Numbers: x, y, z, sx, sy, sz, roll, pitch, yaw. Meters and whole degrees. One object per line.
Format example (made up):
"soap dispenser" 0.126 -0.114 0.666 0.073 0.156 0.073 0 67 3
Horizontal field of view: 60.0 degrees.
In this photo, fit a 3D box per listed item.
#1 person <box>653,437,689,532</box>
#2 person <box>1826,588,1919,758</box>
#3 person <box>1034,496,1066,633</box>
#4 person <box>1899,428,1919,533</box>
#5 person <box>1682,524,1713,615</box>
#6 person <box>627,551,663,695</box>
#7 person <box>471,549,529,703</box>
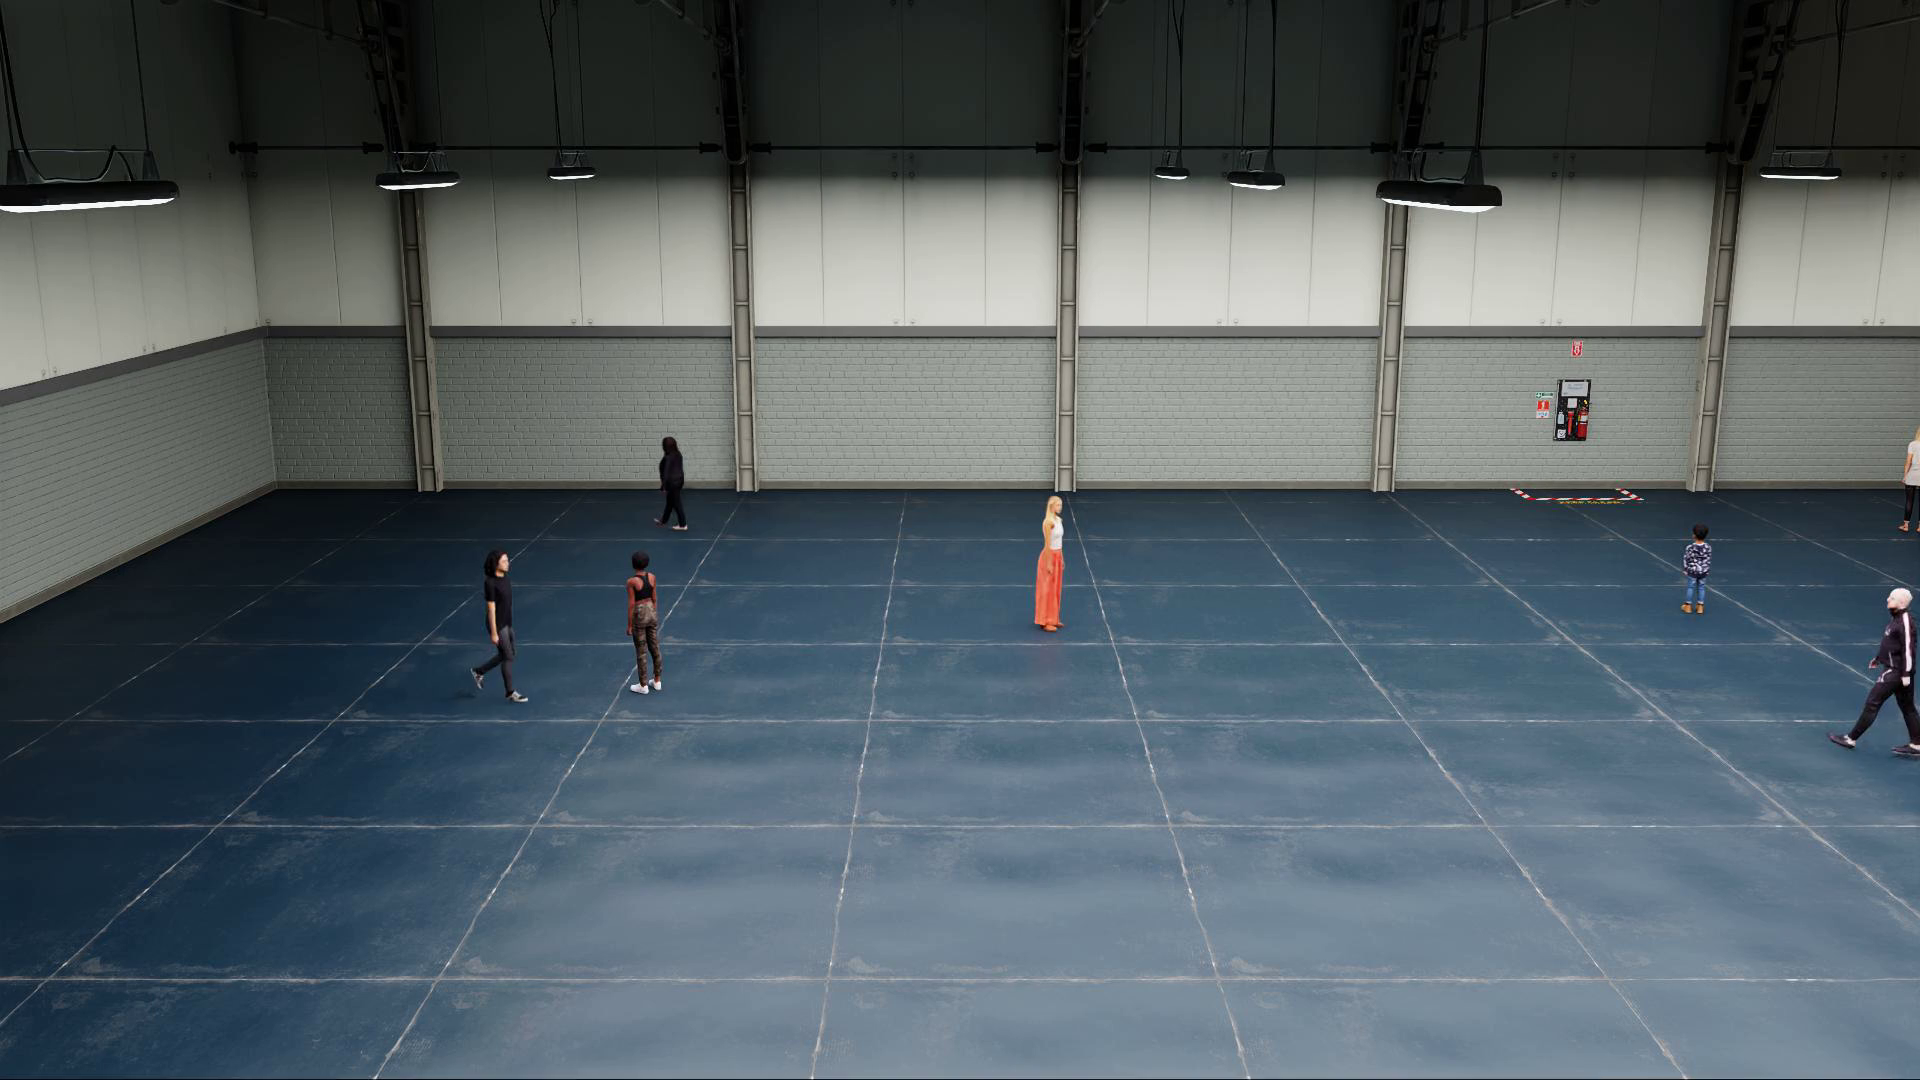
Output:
"person" -4.720 -0.924 27.818 0.958 1.590 0.780 3 13 12
"person" 9.850 1.415 17.277 1.245 1.790 1.001 6 15 26
"person" 1.209 0.295 22.078 0.728 1.805 0.719 6 15 26
"person" 16.041 -1.045 27.815 0.573 1.827 0.726 4 14 18
"person" 10.164 0.386 22.911 0.479 1.252 0.589 3 13 11
"person" -3.707 0.949 19.490 0.717 1.699 0.660 12 18 43
"person" -5.355 0.980 19.113 1.003 1.809 0.744 2 13 9
